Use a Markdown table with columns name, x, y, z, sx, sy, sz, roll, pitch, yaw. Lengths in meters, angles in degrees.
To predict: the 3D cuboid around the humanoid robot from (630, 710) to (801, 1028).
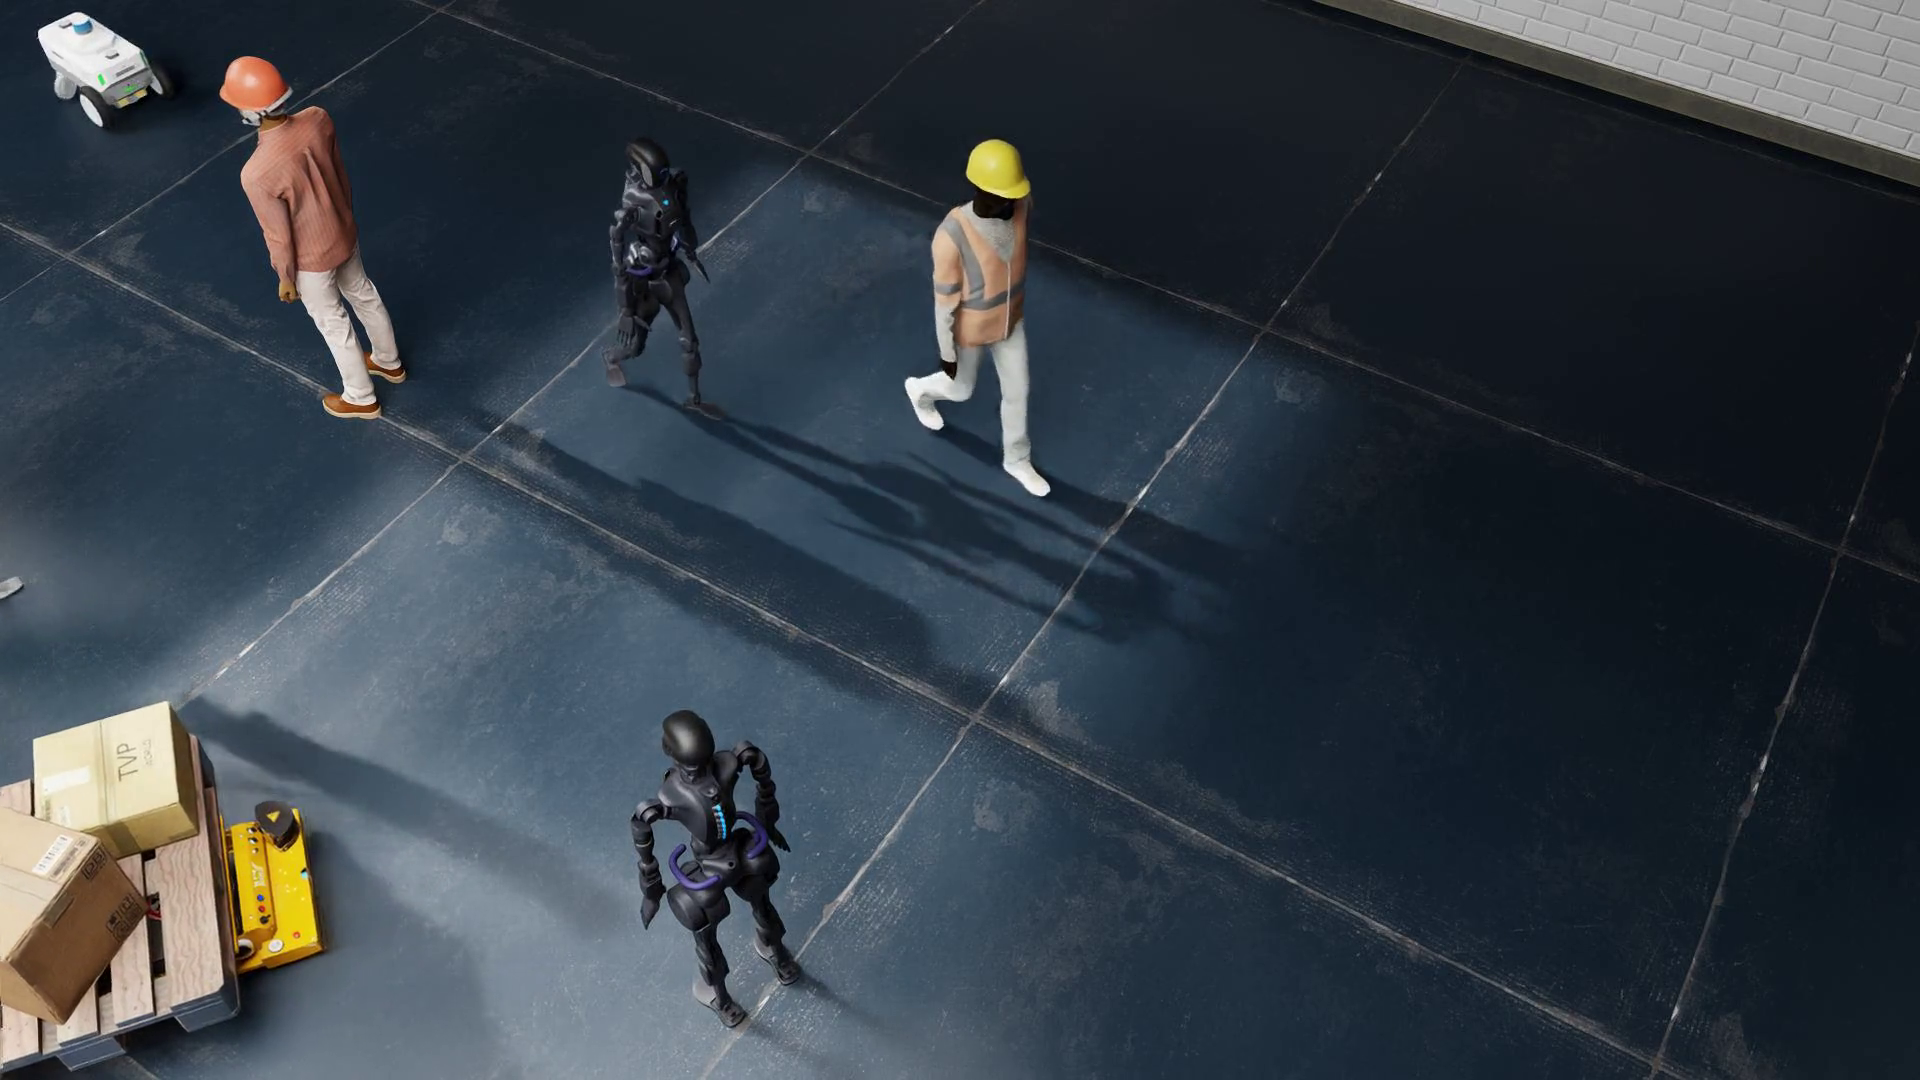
| name | x | y | z | sx | sy | sz | roll | pitch | yaw |
| --- | --- | --- | --- | --- | --- | --- | --- | --- | --- |
| humanoid robot | -0.860 | 1.156 | 5.868 | 0.593 | 1.650 | 0.338 | -32 | 56 | -25 |

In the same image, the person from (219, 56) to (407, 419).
| name | x | y | z | sx | sy | sz | roll | pitch | yaw |
| --- | --- | --- | --- | --- | --- | --- | --- | --- | --- |
| person | -3.062 | -1.413 | 7.905 | 0.377 | 1.996 | 0.610 | 13 | 50 | 11 |

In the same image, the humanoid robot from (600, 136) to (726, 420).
| name | x | y | z | sx | sy | sz | roll | pitch | yaw |
| --- | --- | --- | --- | --- | --- | --- | --- | --- | --- |
| humanoid robot | -1.533 | -1.292 | 8.046 | 0.758 | 1.630 | 0.609 | 25 | 53 | 20 |

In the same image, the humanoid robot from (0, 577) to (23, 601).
| name | x | y | z | sx | sy | sz | roll | pitch | yaw |
| --- | --- | --- | --- | --- | --- | --- | --- | --- | --- |
| humanoid robot | -4.540 | -0.253 | 7.064 | 0.595 | 1.787 | 0.820 | 10 | 50 | 9 |

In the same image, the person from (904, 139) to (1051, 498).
| name | x | y | z | sx | sy | sz | roll | pitch | yaw |
| --- | --- | --- | --- | --- | --- | --- | --- | --- | --- |
| person | 0.091 | -1.059 | 7.655 | 0.590 | 1.897 | 0.862 | -34 | 57 | -26 |

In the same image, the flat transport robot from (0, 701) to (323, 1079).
| name | x | y | z | sx | sy | sz | roll | pitch | yaw |
| --- | --- | --- | --- | --- | --- | --- | --- | --- | --- |
| flat transport robot | -3.277 | 1.527 | 6.480 | 1.431 | 0.231 | 0.659 | -17 | 51 | -14 |

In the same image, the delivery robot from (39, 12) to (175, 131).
| name | x | y | z | sx | sy | sz | roll | pitch | yaw |
| --- | --- | --- | --- | --- | --- | --- | --- | --- | --- |
| delivery robot | -5.254 | -2.899 | 10.164 | 0.774 | 0.603 | 0.517 | 32 | 56 | 25 |
